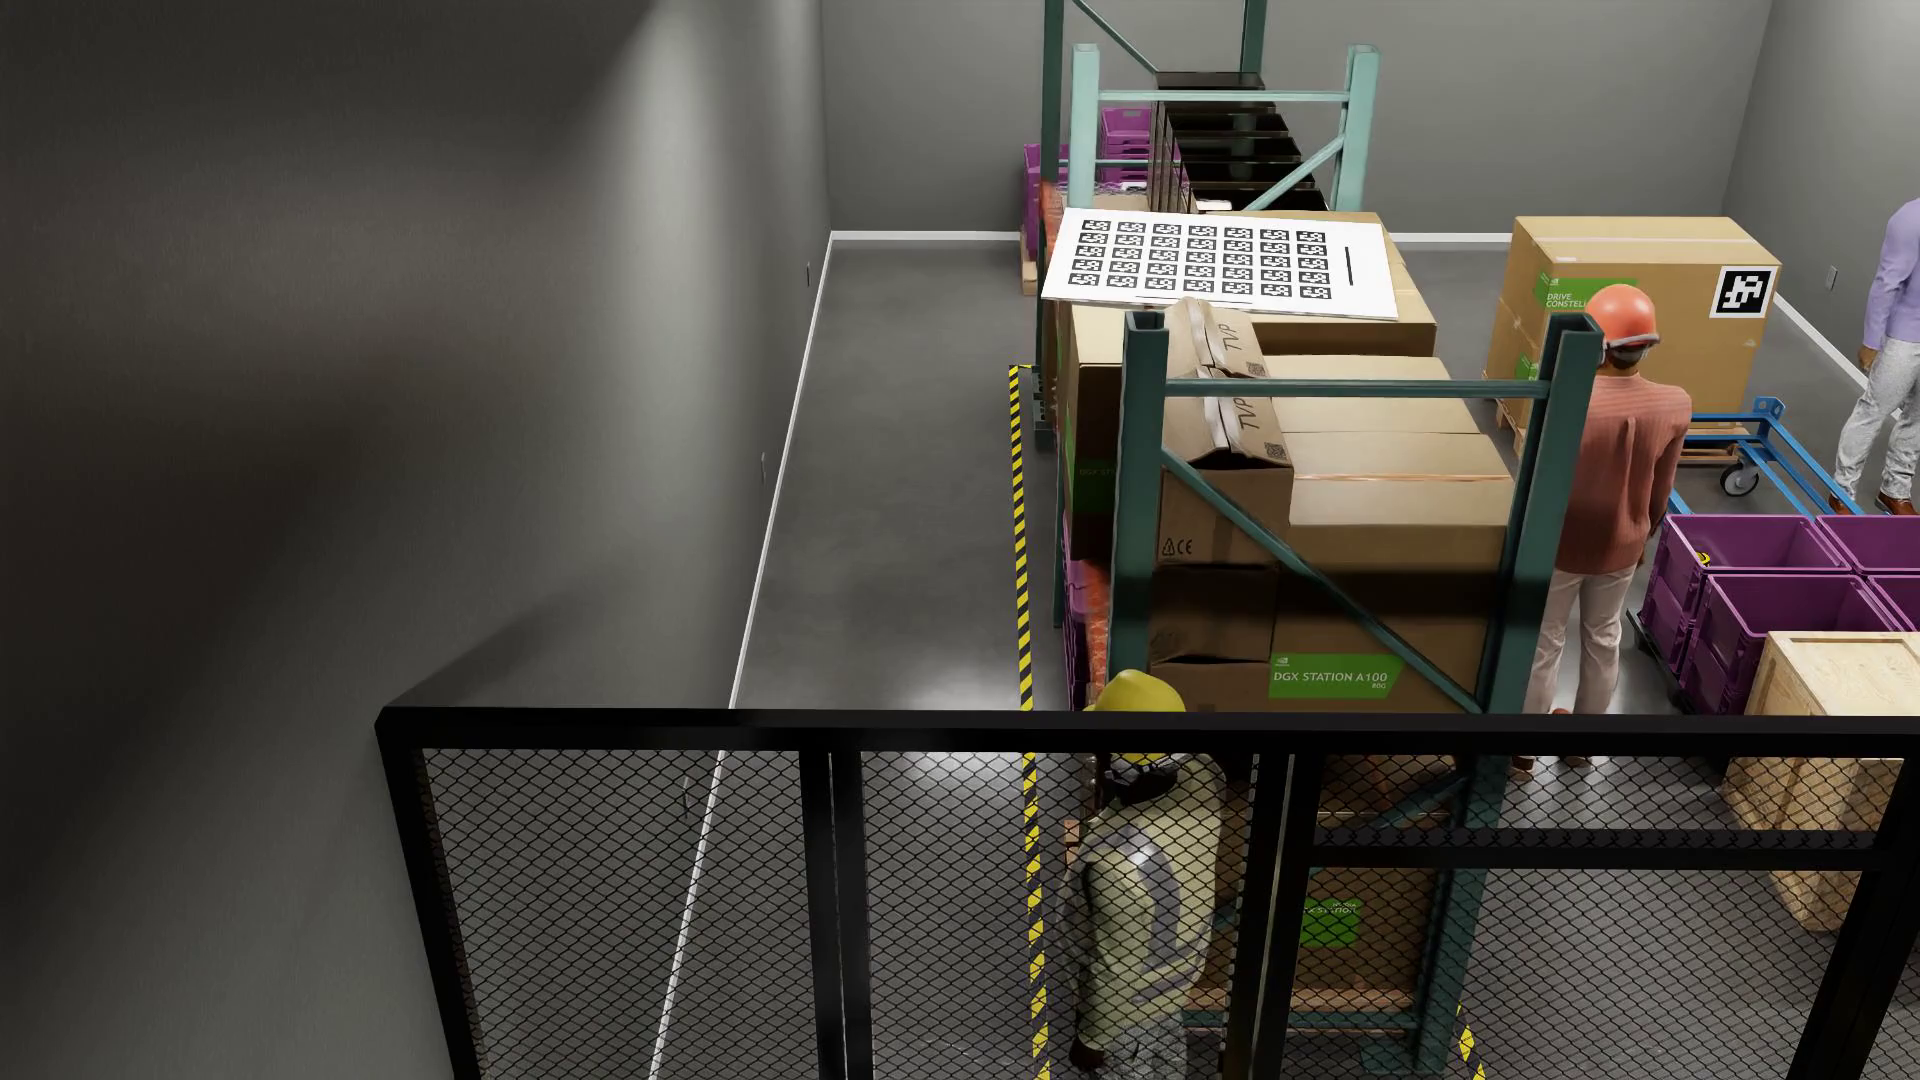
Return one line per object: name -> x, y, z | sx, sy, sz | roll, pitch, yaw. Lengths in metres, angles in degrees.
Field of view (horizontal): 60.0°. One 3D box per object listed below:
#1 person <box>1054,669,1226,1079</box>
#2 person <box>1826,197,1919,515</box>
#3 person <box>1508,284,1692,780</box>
person -> 0.453, 1.124, 4.449 | 0.403, 1.830, 0.599 | 16, 35, 25
person -> 4.523, -0.942, 7.780 | 0.635, 1.939, 0.366 | -1, 31, -2
person -> 2.293, 0.004, 6.156 | 0.610, 1.993, 0.392 | -6, 32, -10
